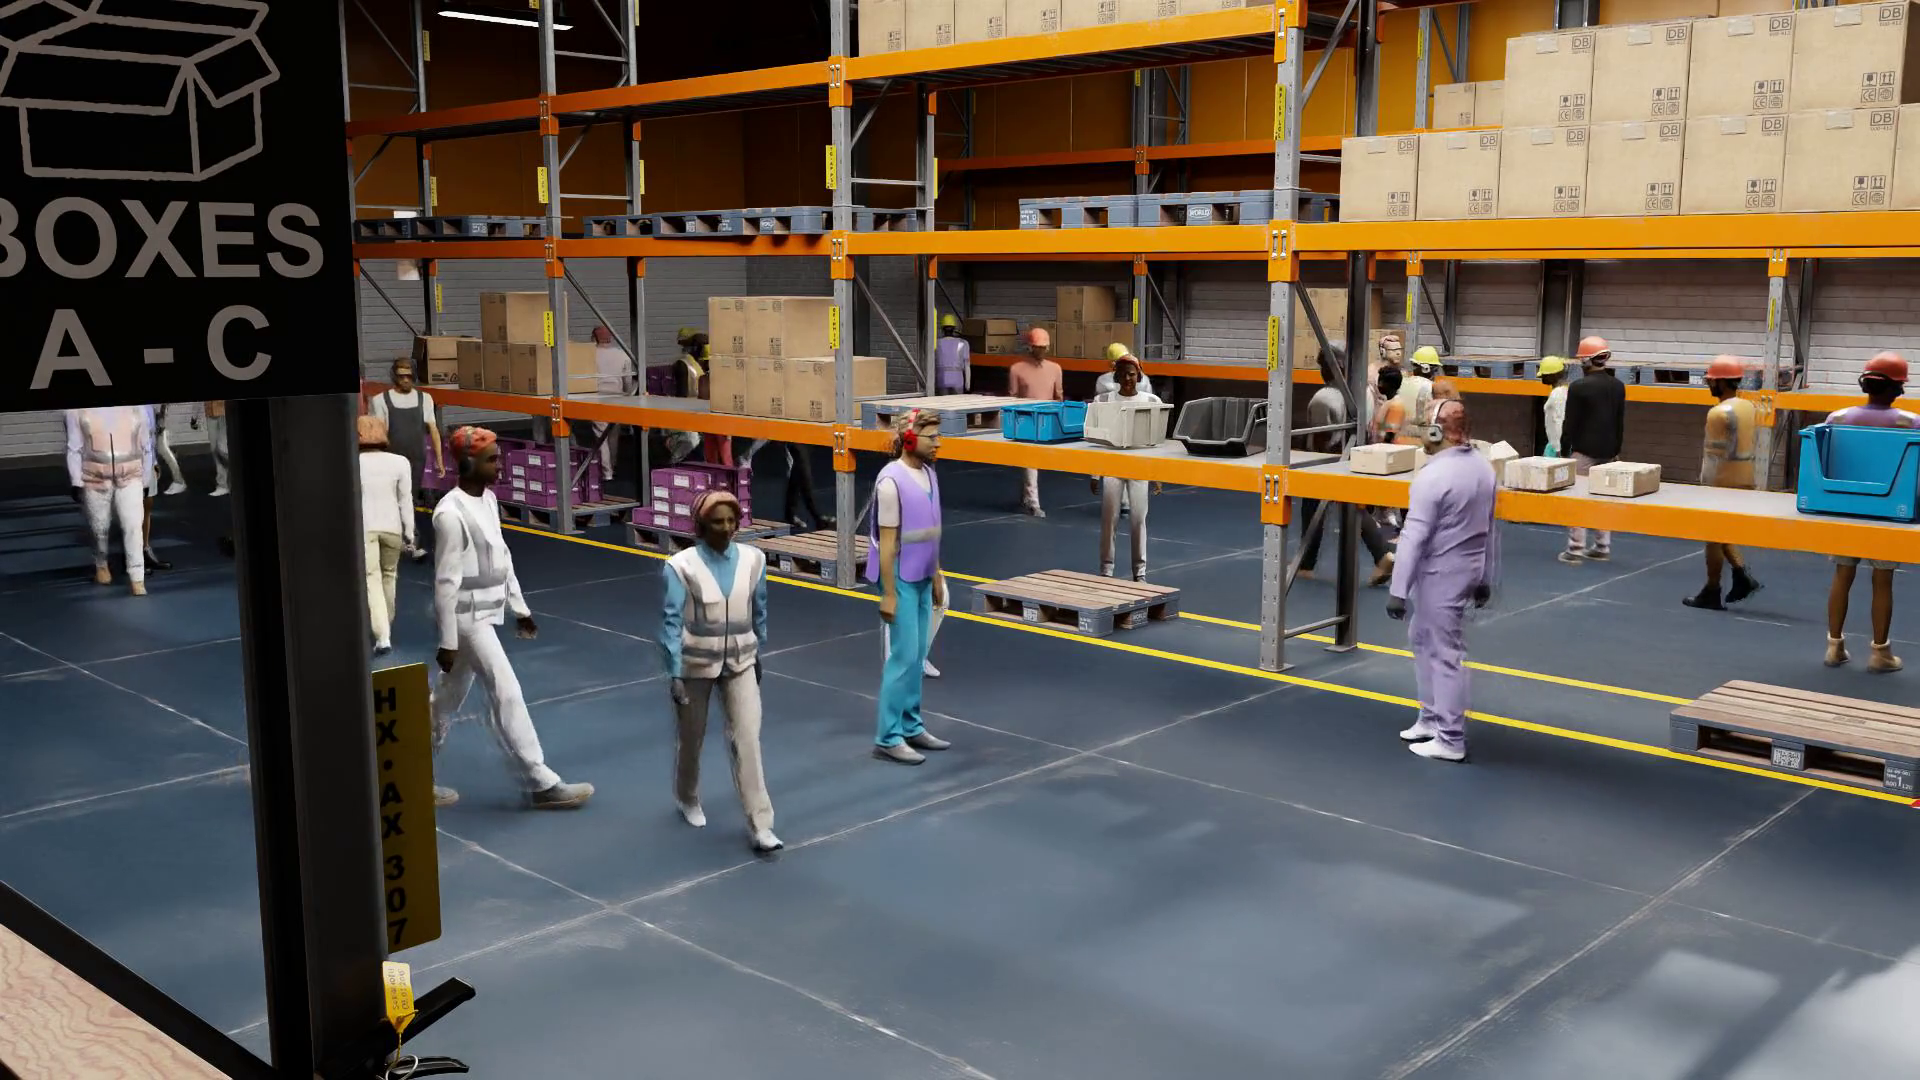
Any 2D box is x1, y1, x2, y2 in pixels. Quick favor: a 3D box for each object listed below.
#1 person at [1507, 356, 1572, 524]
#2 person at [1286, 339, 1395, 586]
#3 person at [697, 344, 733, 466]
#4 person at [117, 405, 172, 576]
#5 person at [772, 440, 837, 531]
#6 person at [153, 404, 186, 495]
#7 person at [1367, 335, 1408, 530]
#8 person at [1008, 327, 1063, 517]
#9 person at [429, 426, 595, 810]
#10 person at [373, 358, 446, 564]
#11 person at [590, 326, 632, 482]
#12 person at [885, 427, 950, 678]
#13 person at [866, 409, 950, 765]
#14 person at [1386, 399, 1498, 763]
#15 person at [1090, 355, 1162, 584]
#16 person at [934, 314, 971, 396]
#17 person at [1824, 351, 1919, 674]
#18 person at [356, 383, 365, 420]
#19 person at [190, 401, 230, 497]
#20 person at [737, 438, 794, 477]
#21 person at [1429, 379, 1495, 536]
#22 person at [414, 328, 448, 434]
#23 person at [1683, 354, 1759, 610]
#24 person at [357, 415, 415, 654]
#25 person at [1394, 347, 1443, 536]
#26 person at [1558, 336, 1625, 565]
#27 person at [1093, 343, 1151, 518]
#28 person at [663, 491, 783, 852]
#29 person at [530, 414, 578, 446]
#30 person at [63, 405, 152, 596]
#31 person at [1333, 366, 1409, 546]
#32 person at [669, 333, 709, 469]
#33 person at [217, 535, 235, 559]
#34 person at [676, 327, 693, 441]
[{"bbox_3d":[5.939,-0.958,16.448,0.898,1.715,0.537,5,11,30],"label":"person"},{"bbox_3d":[3.101,-0.644,13.464,0.680,2.000,0.939,-6,11,-33],"label":"person"},{"bbox_3d":[-2.621,-1.208,17.769,0.527,1.765,0.329,8,12,39],"label":"person"},{"bbox_3d":[-6.892,-0.673,13.953,0.361,1.935,0.553,1,9,6],"label":"person"},{"bbox_3d":[-1.443,-1.037,16.120,0.961,1.950,0.647,8,12,42],"label":"person"},{"bbox_3d":[-9.095,-1.388,18.684,0.537,1.842,0.777,4,10,21],"label":"person"},{"bbox_3d":[4.221,-1.063,16.435,0.639,1.910,0.407,-6,11,-35],"label":"person"},{"bbox_3d":[0.764,-1.250,17.443,0.622,1.971,0.834,-4,10,-21],"label":"person"},{"bbox_3d":[-2.269,0.379,7.841,0.977,1.840,0.592,0,9,-2],"label":"person"},{"bbox_3d":[-4.840,-0.702,14.601,0.535,1.789,0.993,-6,11,-32],"label":"person"},{"bbox_3d":[-4.366,-1.662,20.236,0.665,1.858,0.951,-5,10,-28],"label":"person"},{"bbox_3d":[-0.285,0.090,10.227,0.437,1.622,0.542,6,11,33],"label":"person"},{"bbox_3d":[-0.275,0.232,8.701,0.405,1.838,0.591,4,10,22],"label":"person"},{"bbox_3d":[2.443,0.206,8.698,0.616,1.885,0.679,9,13,43],"label":"person"},{"bbox_3d":[1.319,-0.526,13.221,0.584,1.882,0.347,0,9,0],"label":"person"},{"bbox_3d":[-0.141,-2.199,23.345,0.593,1.925,0.379,0,9,2],"label":"person"},{"bbox_3d":[5.809,-0.178,10.597,0.391,2.040,0.614,-9,13,-43],"label":"person"},{"bbox_3d":[-6.442,-1.114,17.212,0.545,1.745,0.540,-8,12,-42],"label":"person"},{"bbox_3d":[-8.323,-1.425,18.676,0.621,1.901,0.420,3,10,16],"label":"person"},{"bbox_3d":[-2.315,-1.674,20.420,0.855,1.845,0.533,4,10,24],"label":"person"},{"bbox_3d":[4.344,-0.610,14.589,0.630,1.615,0.507,0,9,3],"label":"person"},{"bbox_3d":[-6.364,-1.607,19.900,1.019,1.882,0.645,0,9,-3],"label":"person"},{"bbox_3d":[5.695,-0.422,12.436,0.563,1.927,0.423,-8,12,-39],"label":"person"},{"bbox_3d":[-3.932,-0.048,11.204,0.506,1.587,0.873,-5,11,-30],"label":"person"},{"bbox_3d":[4.360,-0.917,15.795,0.404,1.825,0.592,-5,11,-28],"label":"person"},{"bbox_3d":[5.478,-0.774,14.473,0.615,1.983,0.431,-5,10,-26],"label":"person"},{"bbox_3d":[1.660,-1.147,17.308,0.595,1.786,0.839,-2,10,-13],"label":"person"},{"bbox_3d":[-1.082,0.570,7.400,0.533,1.587,0.883,-5,10,-27],"label":"person"},{"bbox_3d":[-5.051,-1.709,20.535,0.912,1.896,0.633,-6,11,-32],"label":"person"},{"bbox_3d":[-6.759,-0.488,13.233,0.623,1.809,0.902,-6,11,-31],"label":"person"},{"bbox_3d":[3.870,-0.765,15.332,0.740,1.666,0.543,0,9,1],"label":"person"},{"bbox_3d":[-3.132,-1.553,19.712,0.716,1.816,0.631,8,12,40],"label":"person"},{"bbox_3d":[-6.074,-0.729,14.486,1.039,1.867,0.554,4,10,25],"label":"person"},{"bbox_3d":[-3.961,-2.316,24.728,0.578,1.700,0.528,-1,9,-5],"label":"person"}]
